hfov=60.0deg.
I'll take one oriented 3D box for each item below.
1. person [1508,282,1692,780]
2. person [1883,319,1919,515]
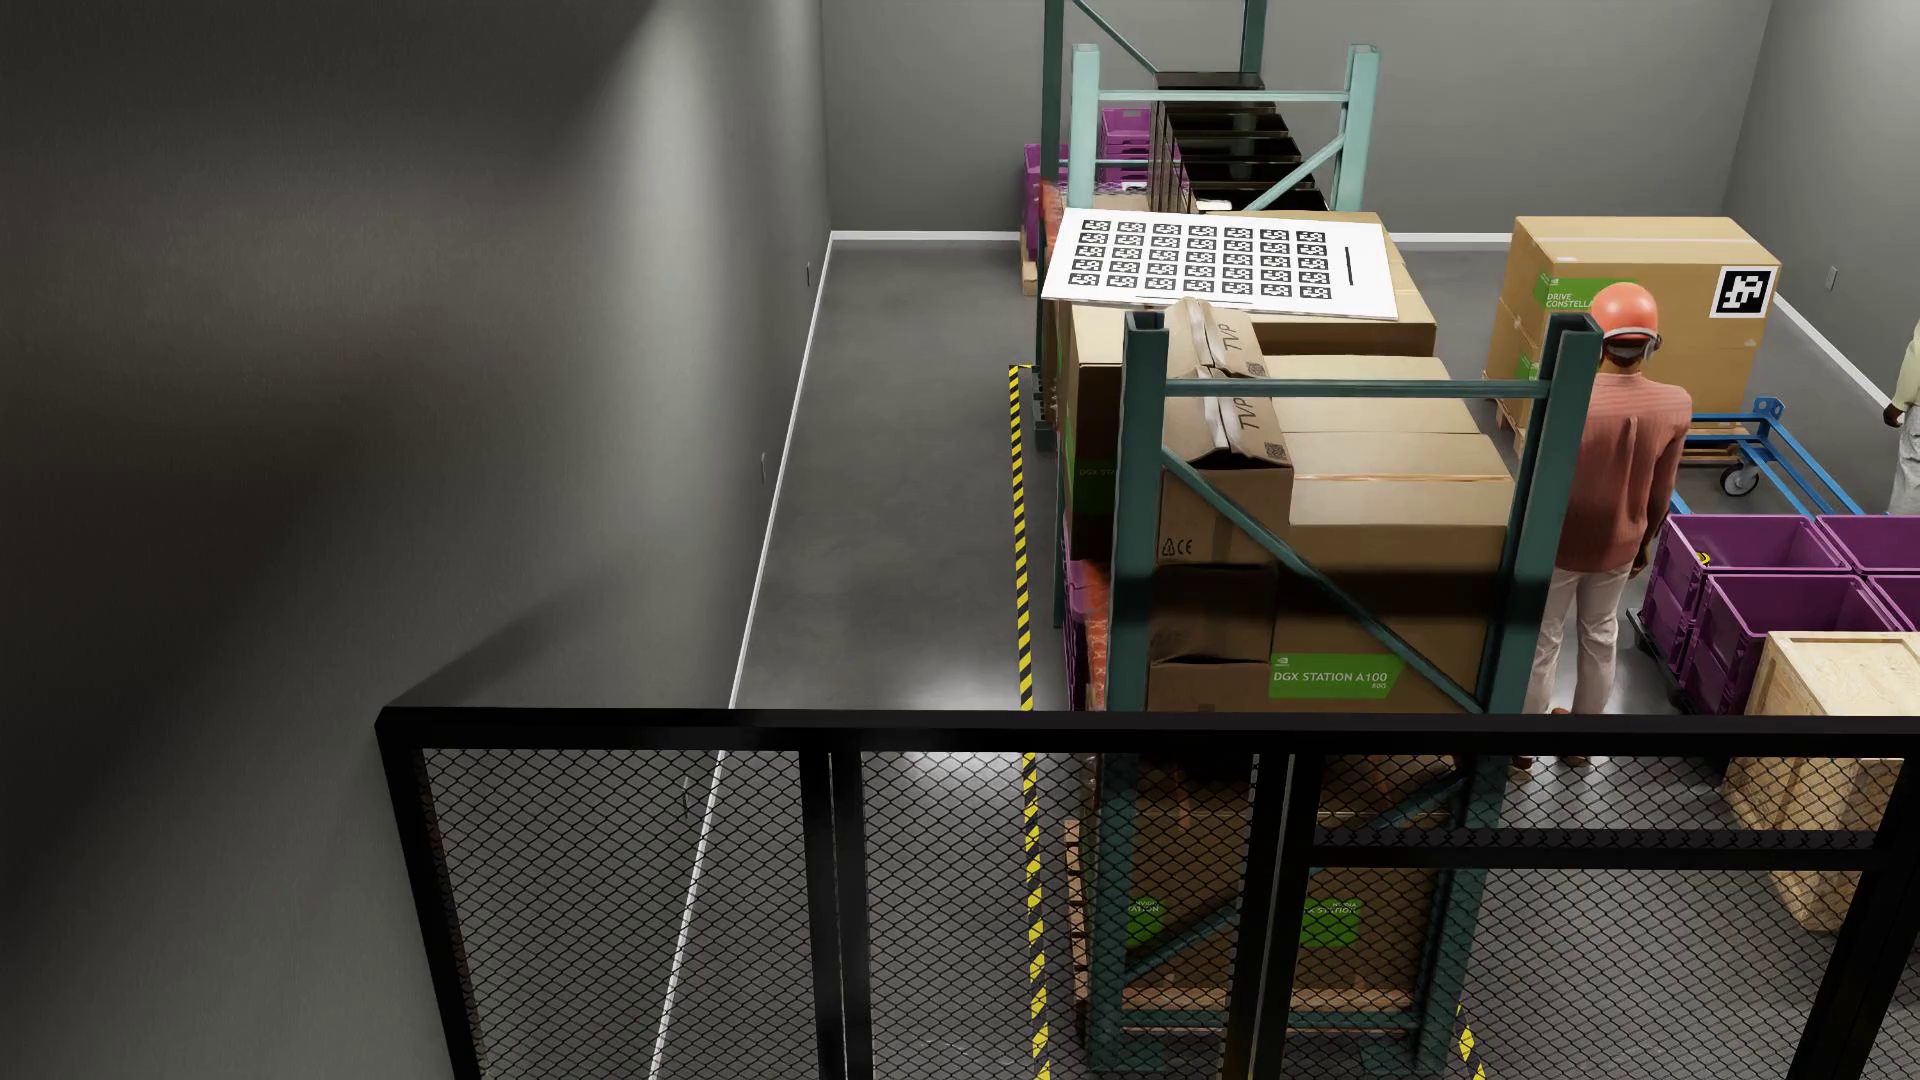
[{"bbox_3d":[2.298,0.000,6.170,0.623,1.983,0.399,-7,32,-12],"label":"person"},{"bbox_3d":[4.443,-0.652,7.398,0.594,1.832,0.403,3,31,5],"label":"person"}]
